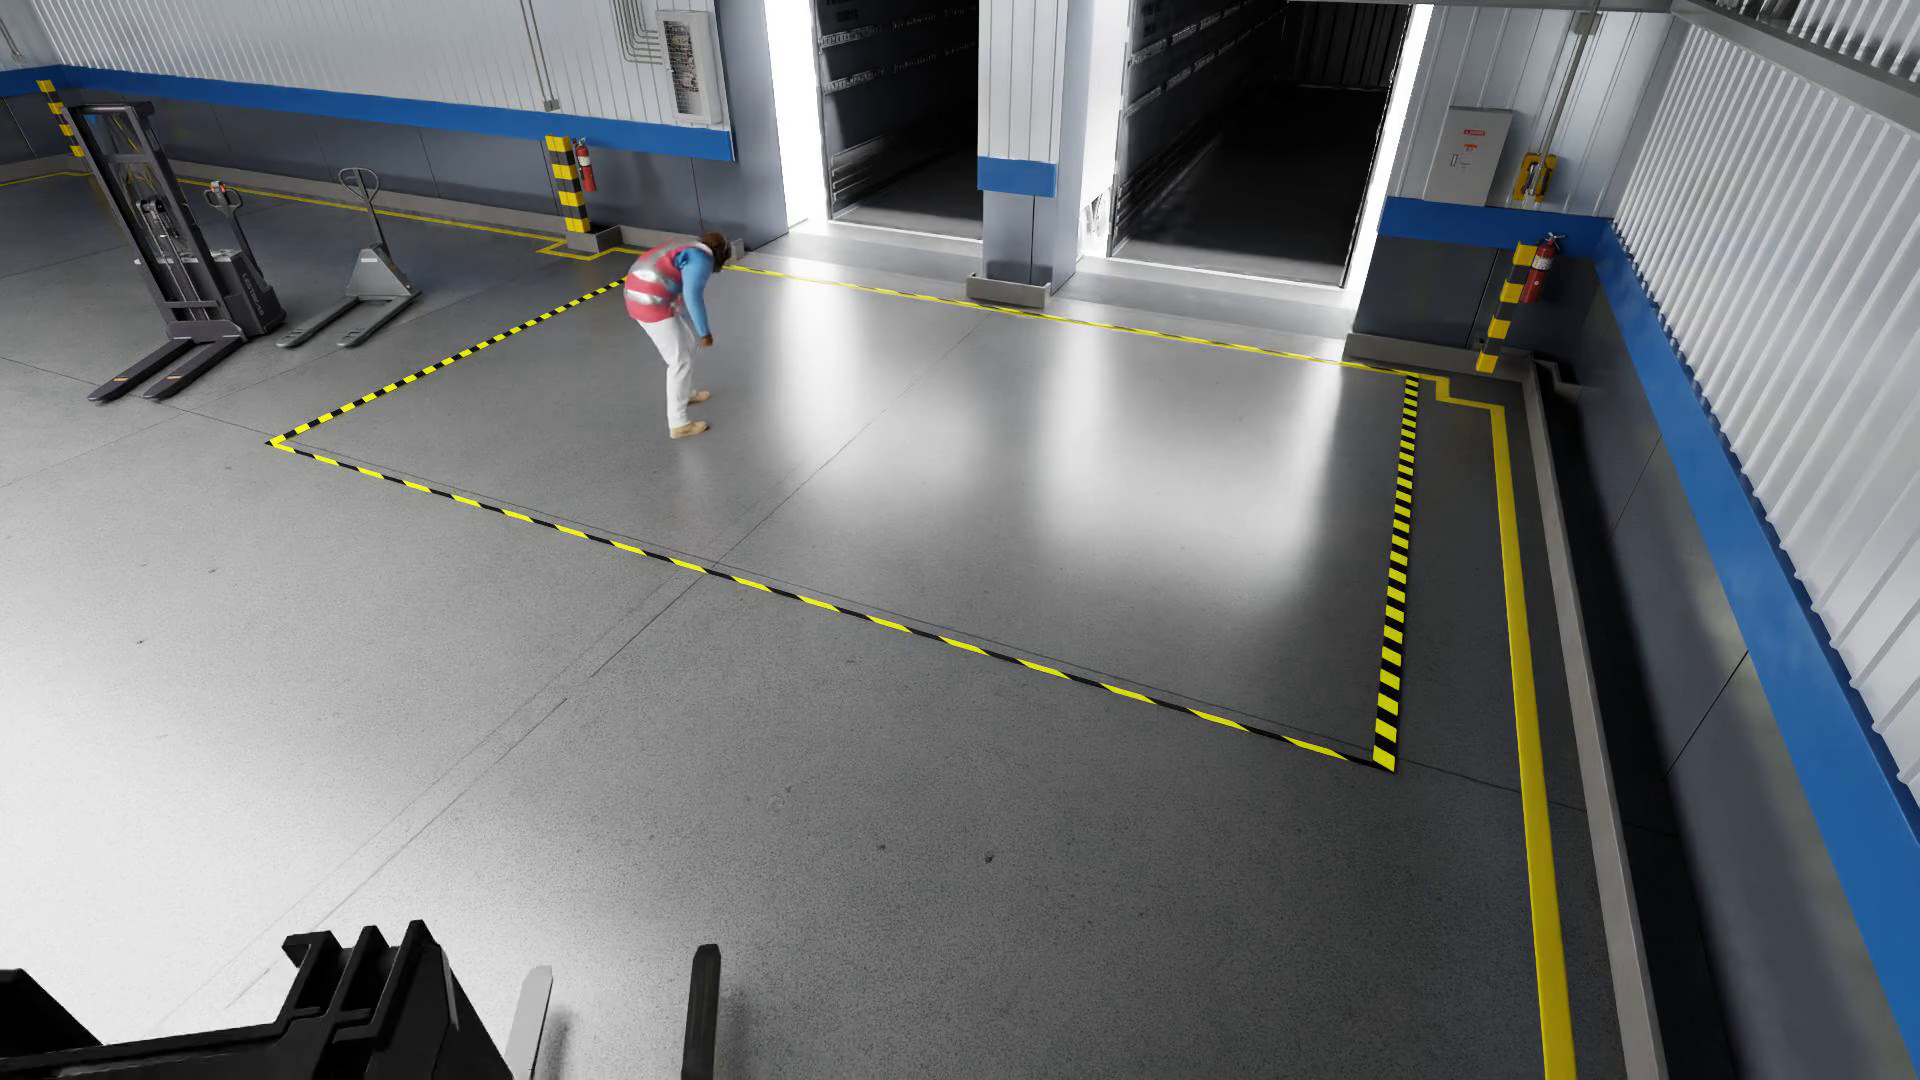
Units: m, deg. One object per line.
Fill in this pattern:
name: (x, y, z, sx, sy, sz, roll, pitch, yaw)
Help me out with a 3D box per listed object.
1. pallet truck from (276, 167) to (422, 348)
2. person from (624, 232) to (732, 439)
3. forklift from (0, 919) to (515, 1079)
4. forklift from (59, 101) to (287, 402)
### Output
pallet truck: (-5.732, -2.611, 8.414, 0.680, 1.201, 1.601, -1, 35, -1)
person: (-2.022, -1.578, 6.898, 0.854, 1.323, 0.932, -14, 37, -20)
forklift: (-0.875, 2.030, 0.805, 1.157, 2.036, 2.680, -5, 35, -7)
forklift: (-6.686, -2.387, 7.434, 0.823, 1.965, 1.885, -3, 35, -5)
